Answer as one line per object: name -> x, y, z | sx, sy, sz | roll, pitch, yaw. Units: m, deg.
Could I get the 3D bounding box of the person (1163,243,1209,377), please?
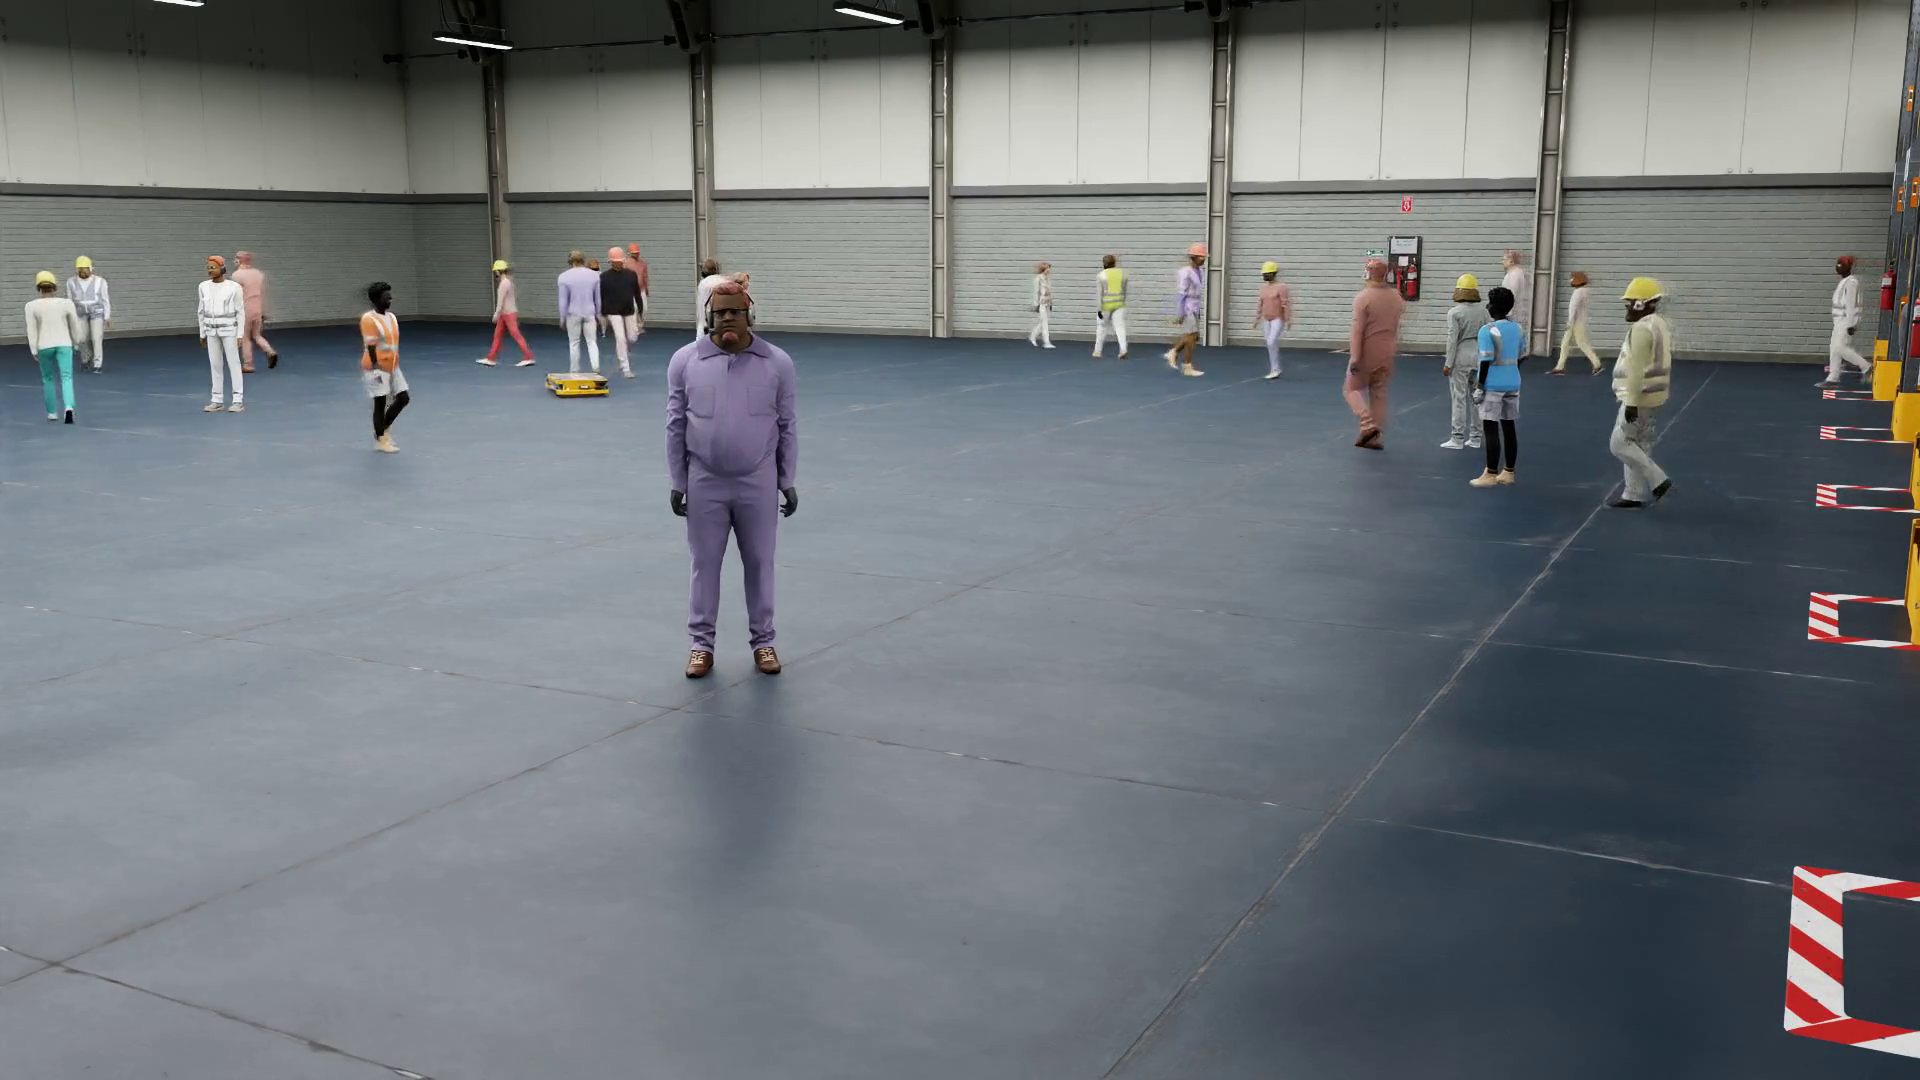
person -> 3.444, -3.482, 25.185 | 0.690, 2.020, 0.645 | 6, 12, 29

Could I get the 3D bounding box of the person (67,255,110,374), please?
person -> -13.441, -3.470, 25.671 | 0.598, 1.819, 0.423 | -3, 11, -18

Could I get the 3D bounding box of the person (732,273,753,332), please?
person -> -2.883, -2.700, 21.982 | 0.318, 1.650, 0.521 | 2, 11, 11

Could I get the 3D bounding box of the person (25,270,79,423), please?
person -> -10.324, -2.199, 18.963 | 0.521, 1.734, 0.819 | -6, 12, -29

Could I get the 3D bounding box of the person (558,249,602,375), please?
person -> -5.551, -3.277, 24.310 | 0.636, 1.942, 0.448 | -5, 12, -27

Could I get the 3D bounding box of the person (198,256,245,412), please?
person -> -8.933, -2.486, 20.119 | 0.572, 1.883, 0.353 | 1, 10, 7

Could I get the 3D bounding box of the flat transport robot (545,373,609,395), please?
flat transport robot -> -5.195, -2.120, 22.521 | 0.652, 0.197, 1.431 | -4, 11, -21

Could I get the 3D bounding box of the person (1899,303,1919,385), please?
person -> 11.064, -2.191, 19.191 | 0.284, 1.634, 0.498 | -4, 11, -20

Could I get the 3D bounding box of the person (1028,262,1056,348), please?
person -> 1.554, -4.460, 31.587 | 0.611, 1.622, 0.534 | 6, 12, 32

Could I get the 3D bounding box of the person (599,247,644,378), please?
person -> -5.089, -3.407, 24.957 | 0.669, 1.951, 0.697 | -5, 11, -25

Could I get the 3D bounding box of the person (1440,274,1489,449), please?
person -> 5.045, -1.782, 16.658 | 0.487, 1.744, 0.314 | -4, 11, -23

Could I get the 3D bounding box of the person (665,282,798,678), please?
person -> -1.099, -0.286, 8.055 | 0.639, 1.910, 0.407 | -2, 11, -9

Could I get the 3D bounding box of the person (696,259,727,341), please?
person -> -3.557, -3.137, 23.976 | 0.919, 1.797, 0.626 | 7, 12, 33

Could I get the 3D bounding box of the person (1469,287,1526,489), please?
person -> 4.546, -1.283, 14.065 | 0.537, 1.696, 0.321 | -7, 12, -33

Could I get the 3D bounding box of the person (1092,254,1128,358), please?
person -> 2.629, -4.063, 28.935 | 0.628, 1.810, 0.900 | -3, 11, -17

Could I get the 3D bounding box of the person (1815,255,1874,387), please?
person -> 12.397, -3.033, 23.161 | 0.652, 1.869, 0.584 | 3, 11, 18

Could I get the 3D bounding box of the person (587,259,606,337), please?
person -> -7.657, -5.070, 34.891 | 0.501, 1.633, 0.282 | -9, 13, -39

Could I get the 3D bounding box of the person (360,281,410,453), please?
person -> -5.632, -1.679, 16.266 | 0.360, 1.681, 0.539 | 3, 11, 18

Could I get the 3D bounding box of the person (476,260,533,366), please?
person -> -7.405, -3.668, 27.011 | 0.902, 1.718, 0.536 | -3, 11, -16

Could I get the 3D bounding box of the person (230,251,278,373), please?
person -> -10.986, -3.524, 25.771 | 0.542, 1.893, 0.658 | 3, 11, 17

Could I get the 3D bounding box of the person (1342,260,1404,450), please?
person -> 4.090, -1.833, 16.578 | 0.652, 1.884, 0.424 | -6, 12, -28

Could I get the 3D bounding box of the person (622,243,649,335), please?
person -> -6.917, -5.360, 35.584 | 0.626, 1.960, 0.521 | -8, 13, -36

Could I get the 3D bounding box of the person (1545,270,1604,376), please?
person -> 9.411, -3.295, 25.283 | 0.809, 1.602, 0.498 | 3, 11, 17

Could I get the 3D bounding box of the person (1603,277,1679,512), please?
person -> 5.223, -1.092, 12.697 | 0.478, 1.815, 0.615 | 7, 12, 32

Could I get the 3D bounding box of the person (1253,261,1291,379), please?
person -> 4.609, -3.234, 24.573 | 0.552, 1.739, 0.594 | -7, 13, -35

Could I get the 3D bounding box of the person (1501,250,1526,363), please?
person -> 8.629, -3.588, 26.113 | 0.411, 1.892, 0.663 | 3, 11, 16
